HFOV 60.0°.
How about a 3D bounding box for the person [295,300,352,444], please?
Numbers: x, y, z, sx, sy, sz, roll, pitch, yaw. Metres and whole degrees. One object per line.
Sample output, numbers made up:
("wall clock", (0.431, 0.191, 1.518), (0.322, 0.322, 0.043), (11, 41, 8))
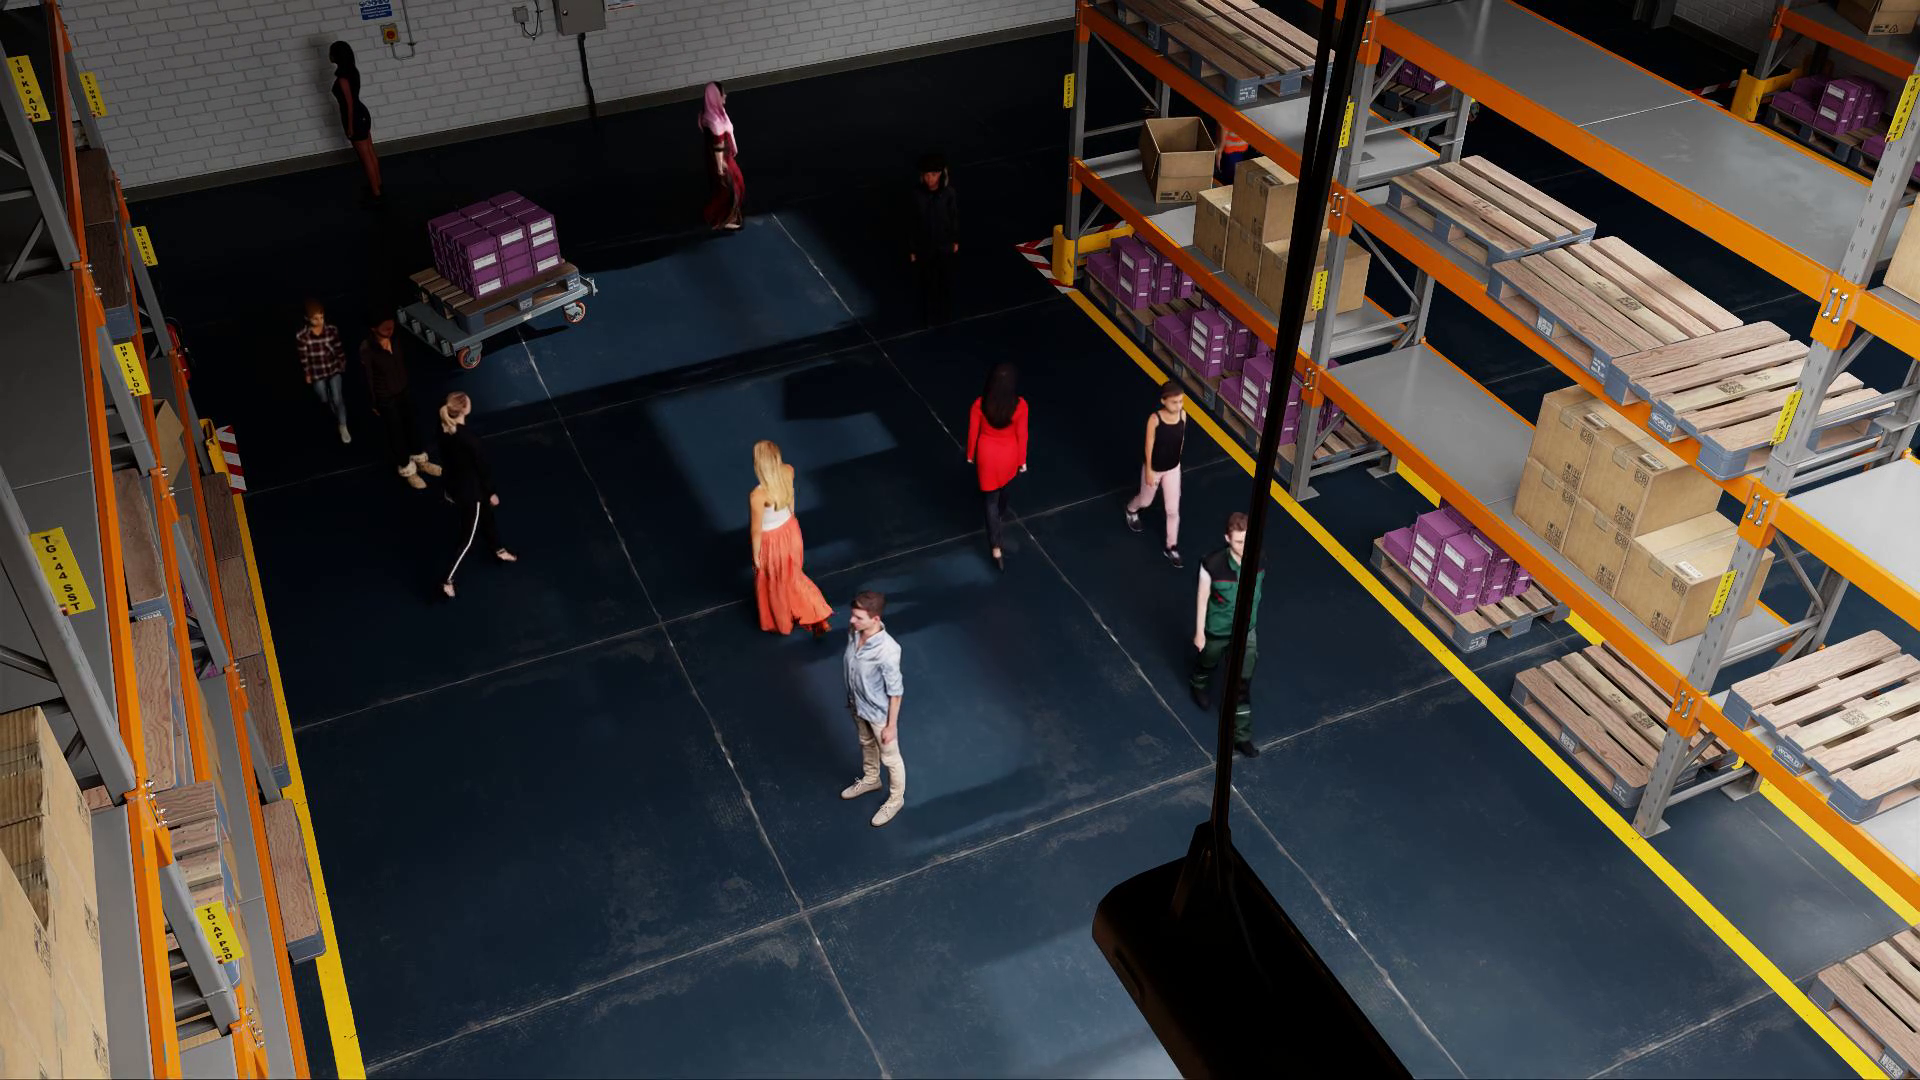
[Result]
("person", (-5.402, -1.484, 14.112), (0.538, 1.284, 0.849), (-12, 40, -15))

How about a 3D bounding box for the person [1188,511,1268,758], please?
("person", (1.761, 0.529, 11.184), (0.775, 1.792, 1.181), (-11, 40, -13))

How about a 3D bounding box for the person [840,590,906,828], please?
("person", (-0.539, 1.035, 10.506), (0.753, 1.847, 0.563), (-26, 45, -28))

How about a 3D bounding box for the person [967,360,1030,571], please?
("person", (0.286, -0.549, 12.598), (0.884, 1.712, 1.144), (-2, 39, -2))

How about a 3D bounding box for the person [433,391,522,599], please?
("person", (-3.696, -0.281, 12.299), (1.053, 1.666, 0.927), (28, 46, 30))

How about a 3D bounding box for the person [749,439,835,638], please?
("person", (-1.219, 0.057, 11.776), (1.040, 1.792, 0.892), (24, 45, 27))

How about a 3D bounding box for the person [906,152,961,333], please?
("person", (-0.243, -2.797, 15.372), (0.735, 1.763, 0.730), (0, 39, -1))

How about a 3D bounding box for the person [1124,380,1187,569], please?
("person", (1.507, -0.582, 12.778), (0.588, 1.539, 1.027), (-12, 40, -14))

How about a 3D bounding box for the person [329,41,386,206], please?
("person", (-6.295, -4.359, 17.346), (0.711, 1.740, 0.547), (-6, 39, -8))

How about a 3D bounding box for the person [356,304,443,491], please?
("person", (-4.596, -1.189, 13.446), (0.757, 1.654, 0.699), (-21, 43, -24))

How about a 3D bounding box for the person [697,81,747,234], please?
("person", (-2.485, -3.832, 16.768), (0.821, 1.639, 0.719), (-6, 39, -8))
